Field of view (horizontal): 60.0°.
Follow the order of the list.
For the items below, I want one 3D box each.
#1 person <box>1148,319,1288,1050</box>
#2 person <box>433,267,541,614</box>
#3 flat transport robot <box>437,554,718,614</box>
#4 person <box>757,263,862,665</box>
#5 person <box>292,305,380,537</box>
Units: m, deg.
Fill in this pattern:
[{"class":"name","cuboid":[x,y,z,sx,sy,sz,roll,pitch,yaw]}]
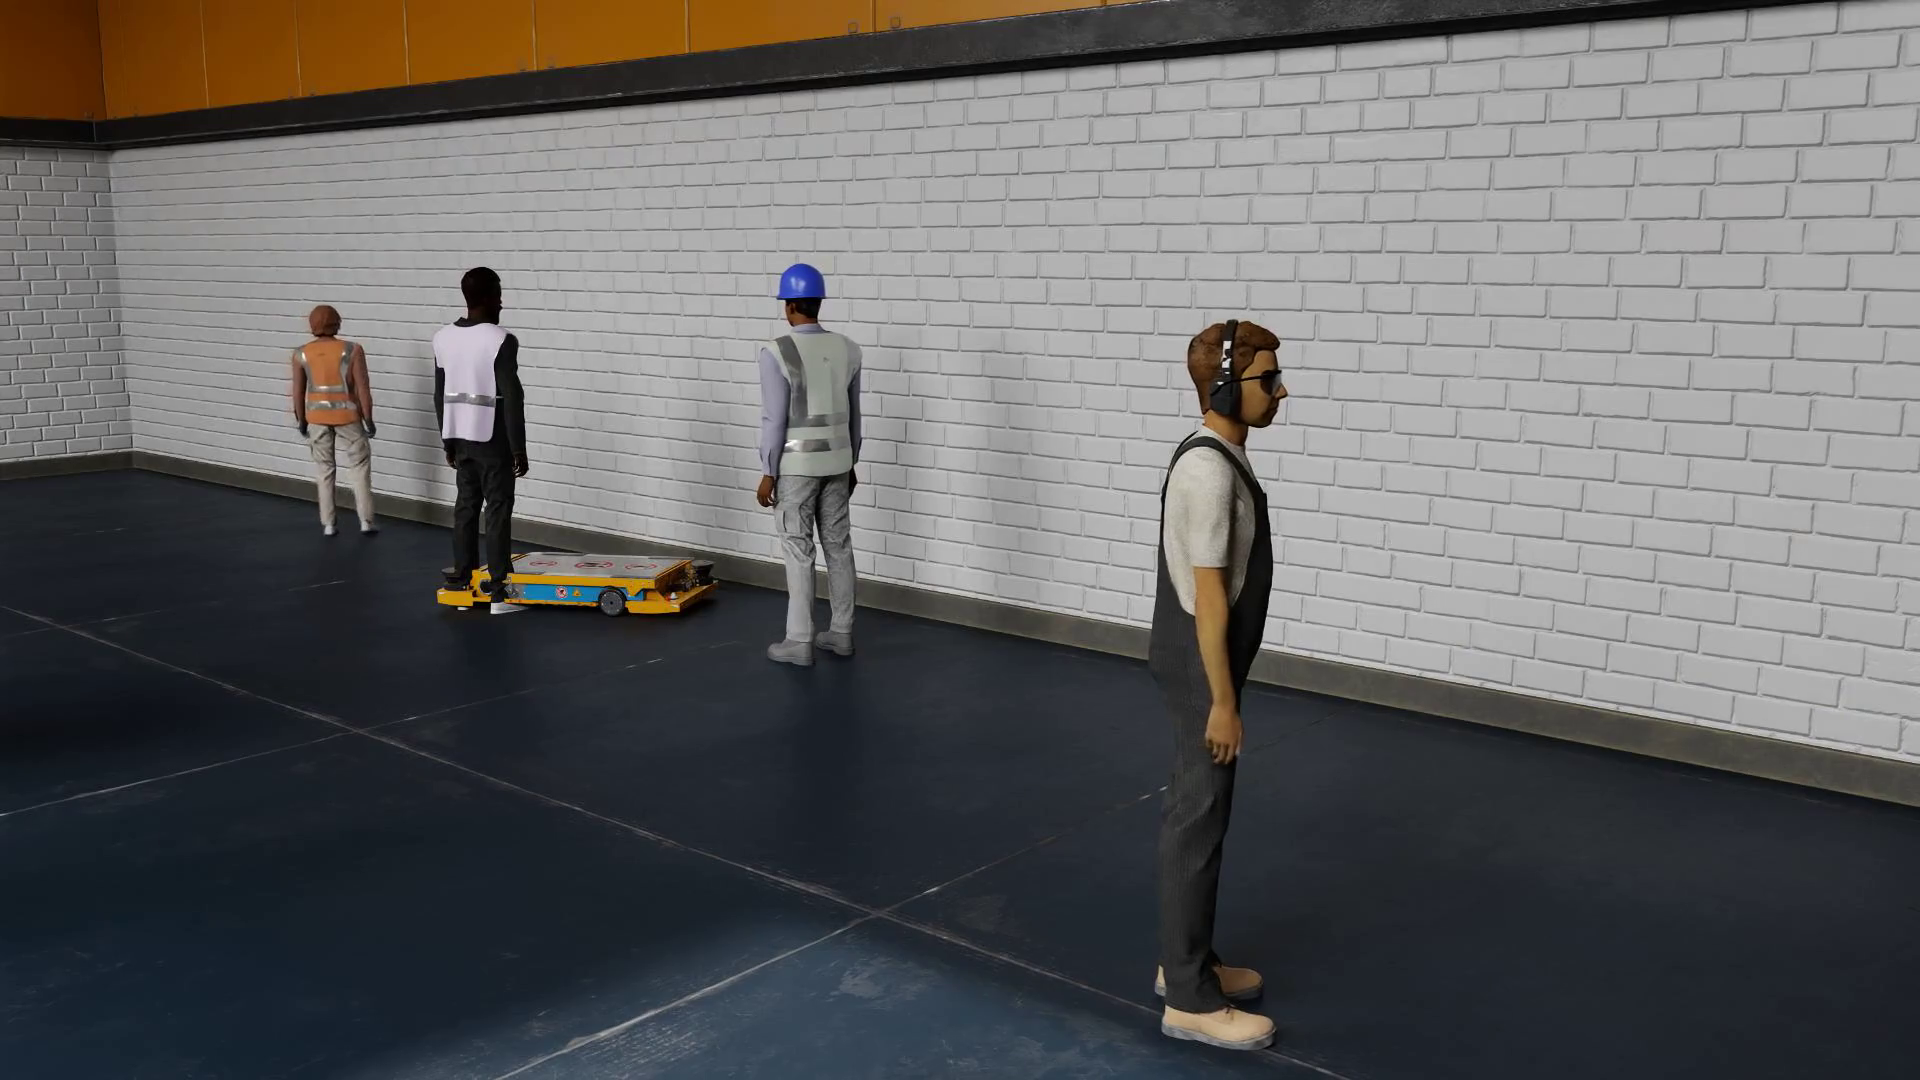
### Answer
[{"class":"person","cuboid":[0.662,0.360,4.288,0.351,1.846,0.507,1,10,8]},{"class":"person","cuboid":[-2.652,-0.545,9.234,0.598,1.917,0.375,6,11,29]},{"class":"flat transport robot","cuboid":[-2.166,0.234,9.484,1.431,0.197,0.652,2,10,11]},{"class":"person","cuboid":[-0.740,-0.367,8.132,0.614,1.945,0.402,-10,14,-44]},{"class":"person","cuboid":[-4.369,-0.821,11.618,0.561,1.630,0.364,-1,10,-3]}]
